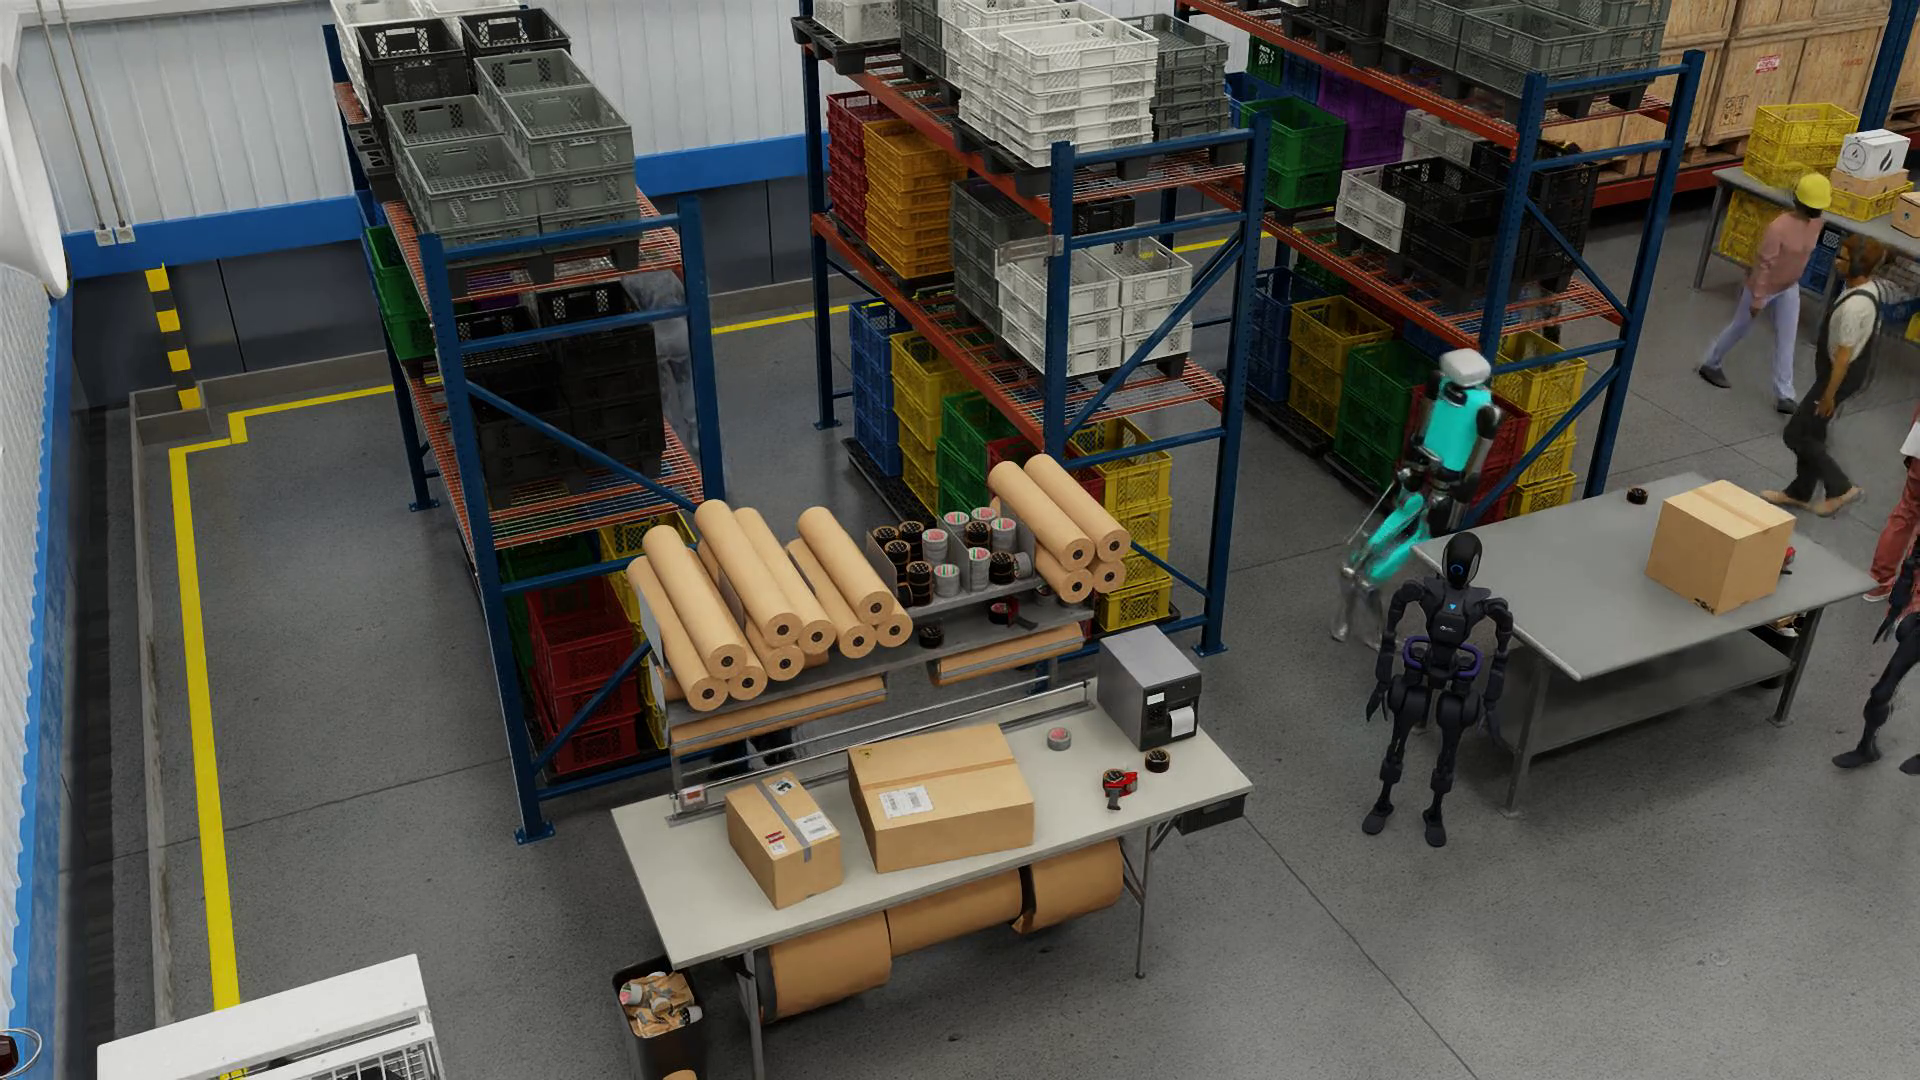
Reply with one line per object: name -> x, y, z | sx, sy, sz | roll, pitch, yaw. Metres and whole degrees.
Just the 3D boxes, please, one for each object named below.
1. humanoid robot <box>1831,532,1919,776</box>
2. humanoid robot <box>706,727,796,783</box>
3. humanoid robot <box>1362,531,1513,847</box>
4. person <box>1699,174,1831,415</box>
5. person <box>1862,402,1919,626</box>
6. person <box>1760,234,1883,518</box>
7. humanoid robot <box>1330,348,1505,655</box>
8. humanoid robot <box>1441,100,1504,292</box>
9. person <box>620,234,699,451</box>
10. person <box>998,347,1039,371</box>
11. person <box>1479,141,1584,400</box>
humanoid robot -> 4.650, 0.464, 7.886 | 0.649, 1.643, 0.600 | -18, 36, -26
humanoid robot -> -0.973, 0.763, 7.440 | 0.615, 1.623, 0.792 | 22, 38, 31
humanoid robot -> 2.159, 0.681, 7.507 | 0.599, 1.657, 0.315 | 11, 33, 17
person -> 5.599, -1.709, 11.369 | 0.572, 1.698, 0.927 | -11, 33, -17
person -> 5.358, -0.407, 9.069 | 0.400, 1.911, 0.585 | -4, 32, -6
person -> 5.298, -0.949, 10.026 | 0.478, 1.833, 0.516 | 20, 37, 29
humanoid robot -> 2.317, -0.116, 8.771 | 0.806, 1.796, 0.542 | -14, 34, -21
humanoid robot -> 4.070, -2.673, 12.997 | 0.752, 1.629, 0.598 | -9, 33, -14
person -> -1.907, -1.275, 10.632 | 0.503, 1.735, 0.322 | -16, 35, -24
person -> 0.521, -2.209, 11.891 | 0.442, 2.030, 0.620 | 16, 35, 24
person -> 3.982, -1.891, 11.555 | 0.514, 1.831, 0.942 | -27, 40, -36
